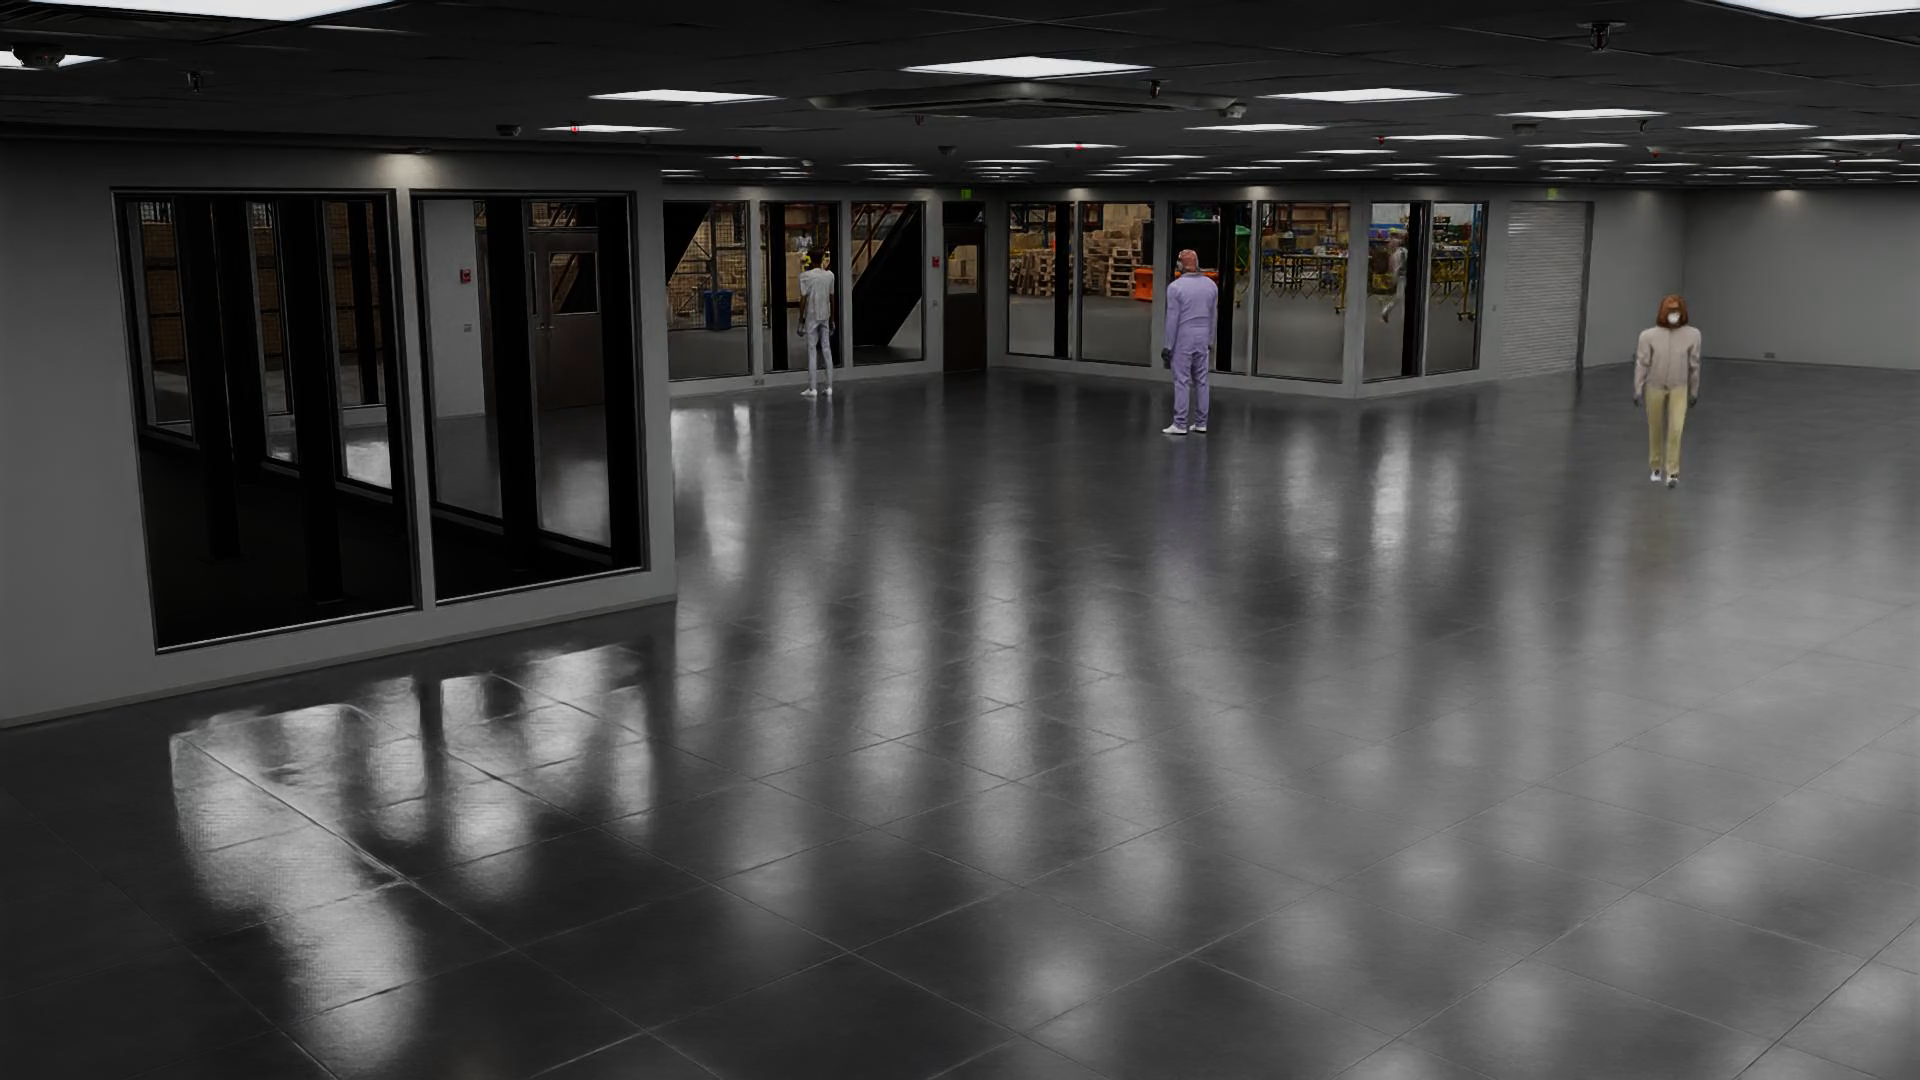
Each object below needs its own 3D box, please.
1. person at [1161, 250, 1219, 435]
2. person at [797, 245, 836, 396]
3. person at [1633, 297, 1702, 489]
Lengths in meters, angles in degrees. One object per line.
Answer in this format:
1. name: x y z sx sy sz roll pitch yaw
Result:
1. person: 2.345 -2.035 17.178 0.639 1.902 0.406 -7 13 -31
2. person: -1.788 -2.717 20.674 0.513 1.872 0.328 -7 13 -32
3. person: 5.910 -1.233 13.929 0.519 1.581 0.856 4 12 19
